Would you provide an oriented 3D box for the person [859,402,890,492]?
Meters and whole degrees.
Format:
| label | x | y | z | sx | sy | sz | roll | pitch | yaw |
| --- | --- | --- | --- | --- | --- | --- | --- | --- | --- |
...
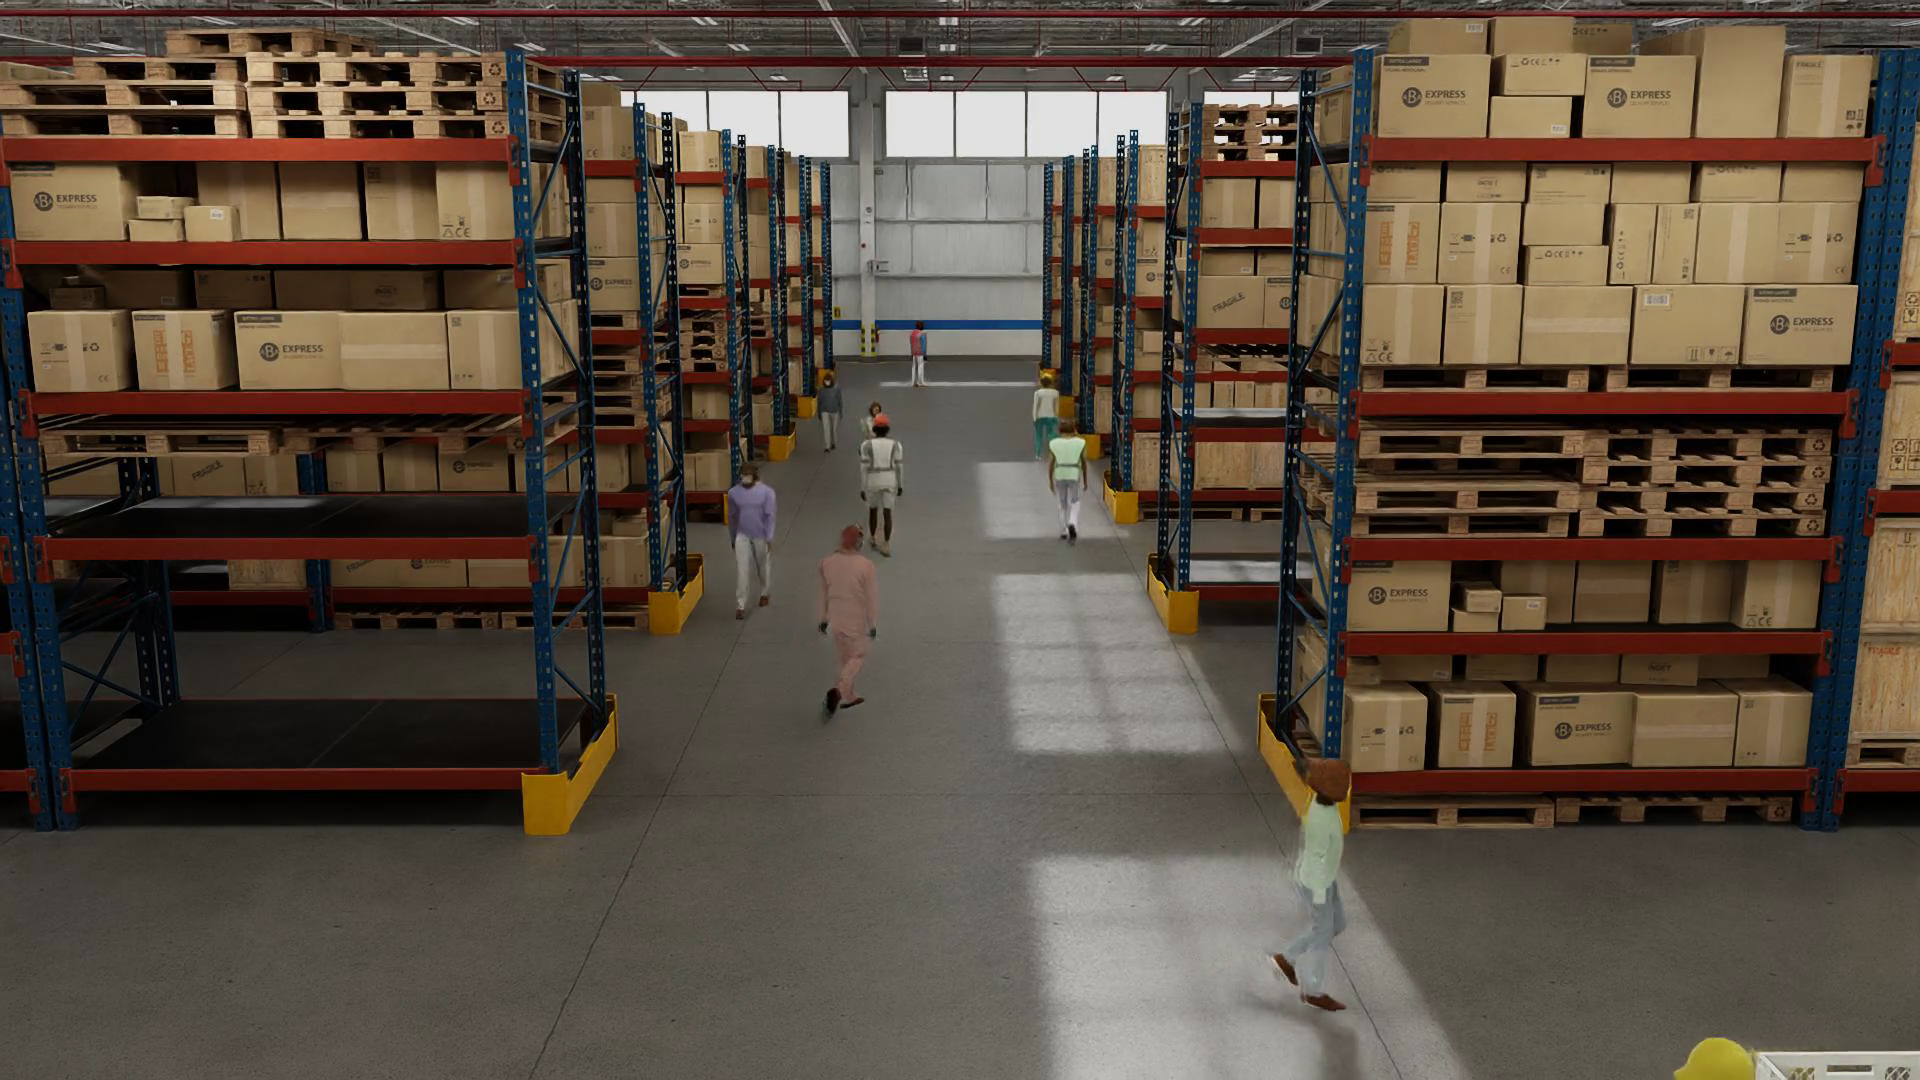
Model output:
| label | x | y | z | sx | sy | sz | roll | pitch | yaw |
| --- | --- | --- | --- | --- | --- | --- | --- | --- | --- |
| person | -1.459 | -1.552 | 28.493 | 0.540 | 1.624 | 0.388 | -2 | 12 | -11 |

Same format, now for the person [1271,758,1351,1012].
| label | x | y | z | sx | sy | sz | roll | pitch | yaw |
| --- | --- | --- | --- | --- | --- | --- | --- | --- | --- |
| person | 2.221 | 2.120 | 10.311 | 0.415 | 1.618 | 0.521 | 4 | 12 | 18 |

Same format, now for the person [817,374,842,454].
| label | x | y | z | sx | sy | sz | roll | pitch | yaw |
| --- | --- | --- | --- | --- | --- | --- | --- | --- | --- |
| person | -2.643 | -2.584 | 33.693 | 0.502 | 1.597 | 0.822 | -1 | 11 | -5 |

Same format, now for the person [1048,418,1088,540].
| label | x | y | z | sx | sy | sz | roll | pitch | yaw |
| --- | --- | --- | --- | --- | --- | --- | --- | --- | --- |
| person | 1.612 | -0.908 | 24.809 | 0.602 | 1.830 | 0.448 | 1 | 11 | 4 |

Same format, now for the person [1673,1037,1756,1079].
| label | x | y | z | sx | sy | sz | roll | pitch | yaw |
| --- | --- | --- | --- | --- | --- | --- | --- | --- | --- |
| person | 2.995 | 2.793 | 6.527 | 0.600 | 1.815 | 0.594 | 0 | 11 | 2 |

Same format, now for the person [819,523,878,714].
| label | x | y | z | sx | sy | sz | roll | pitch | yaw |
| --- | --- | --- | --- | --- | --- | --- | --- | --- | --- |
| person | -1.129 | 0.789 | 16.273 | 0.665 | 1.887 | 0.704 | 7 | 13 | 30 |

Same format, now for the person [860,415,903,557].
| label | x | y | z | sx | sy | sz | roll | pitch | yaw |
| --- | --- | --- | --- | --- | --- | --- | --- | --- | --- |
| person | -1.133 | -0.806 | 23.908 | 0.639 | 1.984 | 1.049 | -2 | 12 | -11 |

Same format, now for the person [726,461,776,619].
| label | x | y | z | sx | sy | sz | roll | pitch | yaw |
| --- | --- | --- | --- | --- | --- | --- | --- | --- | --- |
| person | -2.546 | -0.039 | 20.371 | 0.631 | 1.896 | 1.008 | 1 | 11 | 4 |

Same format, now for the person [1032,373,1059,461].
| label | x | y | z | sx | sy | sz | roll | pitch | yaw |
| --- | --- | --- | --- | --- | --- | --- | --- | --- | --- |
| person | 1.680 | -2.385 | 32.397 | 0.542 | 1.723 | 0.580 | -2 | 12 | -10 |

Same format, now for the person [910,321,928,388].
| label | x | y | z | sx | sy | sz | roll | pitch | yaw |
| --- | --- | --- | --- | --- | --- | --- | --- | --- | --- |
| person | -1.109 | -5.065 | 45.417 | 0.428 | 1.836 | 0.626 | -8 | 14 | -36 |
